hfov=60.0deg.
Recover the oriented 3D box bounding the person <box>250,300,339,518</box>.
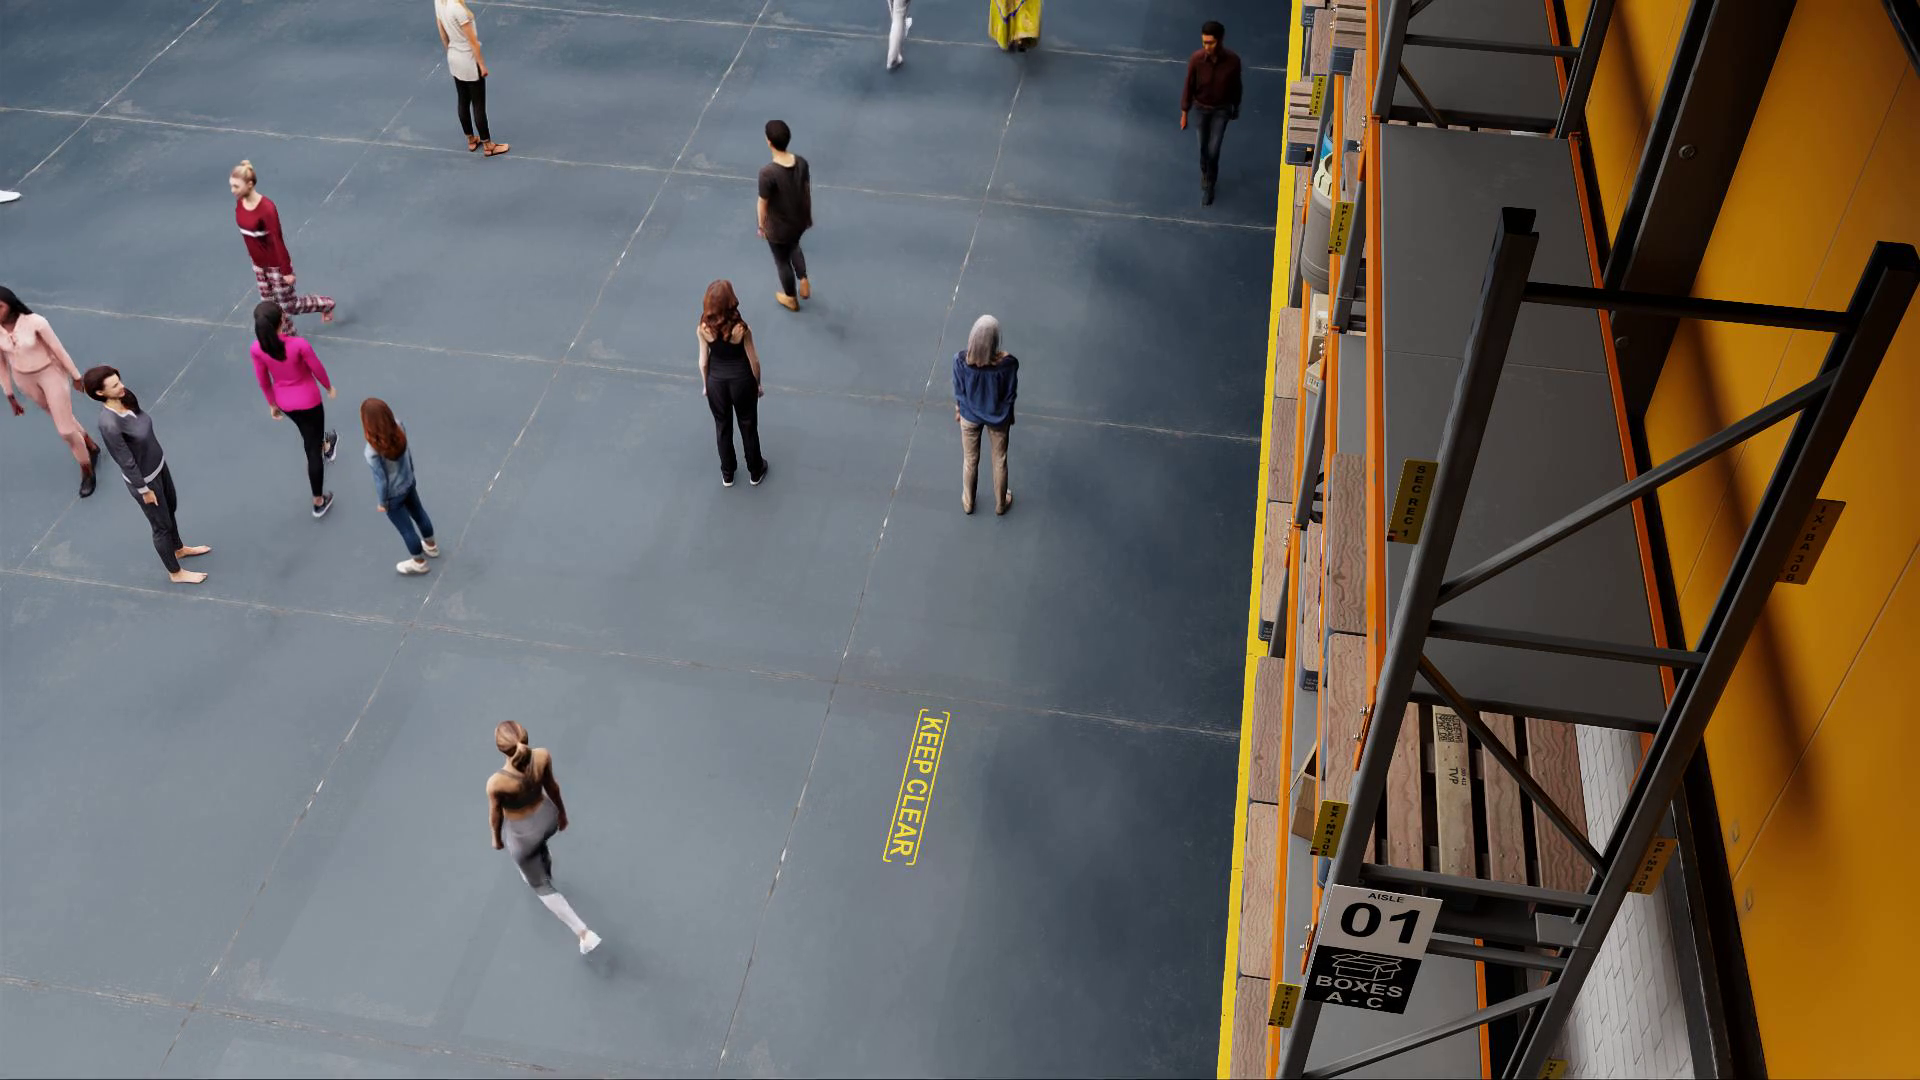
[{"bbox_3d":[-4.714,-0.901,11.815,0.698,1.661,1.119,1,44,1],"label":"person"}]

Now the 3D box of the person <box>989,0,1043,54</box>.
[{"bbox_3d":[0.552,-5.668,16.829,0.769,1.646,0.944,3,44,3],"label":"person"}]

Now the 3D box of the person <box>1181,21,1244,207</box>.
[{"bbox_3d":[2.279,-3.874,14.877,0.702,1.729,0.838,5,44,6],"label":"person"}]

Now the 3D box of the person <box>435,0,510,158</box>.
[{"bbox_3d":[-4.584,-4.420,15.384,0.684,1.823,0.676,26,50,25],"label":"person"}]

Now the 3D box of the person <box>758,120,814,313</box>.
[{"bbox_3d":[-1.381,-2.584,13.543,0.688,1.703,0.772,-31,52,-29],"label":"person"}]

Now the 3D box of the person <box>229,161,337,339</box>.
[{"bbox_3d":[-5.411,-2.248,13.204,0.793,1.683,0.928,23,48,22],"label":"person"}]

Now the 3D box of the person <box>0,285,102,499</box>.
[{"bbox_3d":[-6.631,-1.192,12.085,0.773,1.698,0.932,-5,44,-5],"label":"person"}]

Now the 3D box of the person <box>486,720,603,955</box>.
[{"bbox_3d":[-2.306,1.640,9.129,0.983,1.676,1.075,31,52,28],"label":"person"}]

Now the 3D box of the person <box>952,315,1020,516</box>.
[{"bbox_3d":[0.178,-0.873,11.759,0.637,1.697,0.591,2,44,2],"label":"person"}]

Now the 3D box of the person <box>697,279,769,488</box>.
[{"bbox_3d":[-1.655,-1.116,11.971,0.626,1.746,0.564,-1,44,-1],"label":"person"}]

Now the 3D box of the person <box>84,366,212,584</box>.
[{"bbox_3d":[-5.521,-0.457,11.263,0.748,1.768,0.603,-9,44,-10],"label":"person"}]

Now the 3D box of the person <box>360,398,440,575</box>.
[{"bbox_3d":[-3.851,-0.376,11.390,0.644,1.476,0.453,11,45,11],"label":"person"}]
